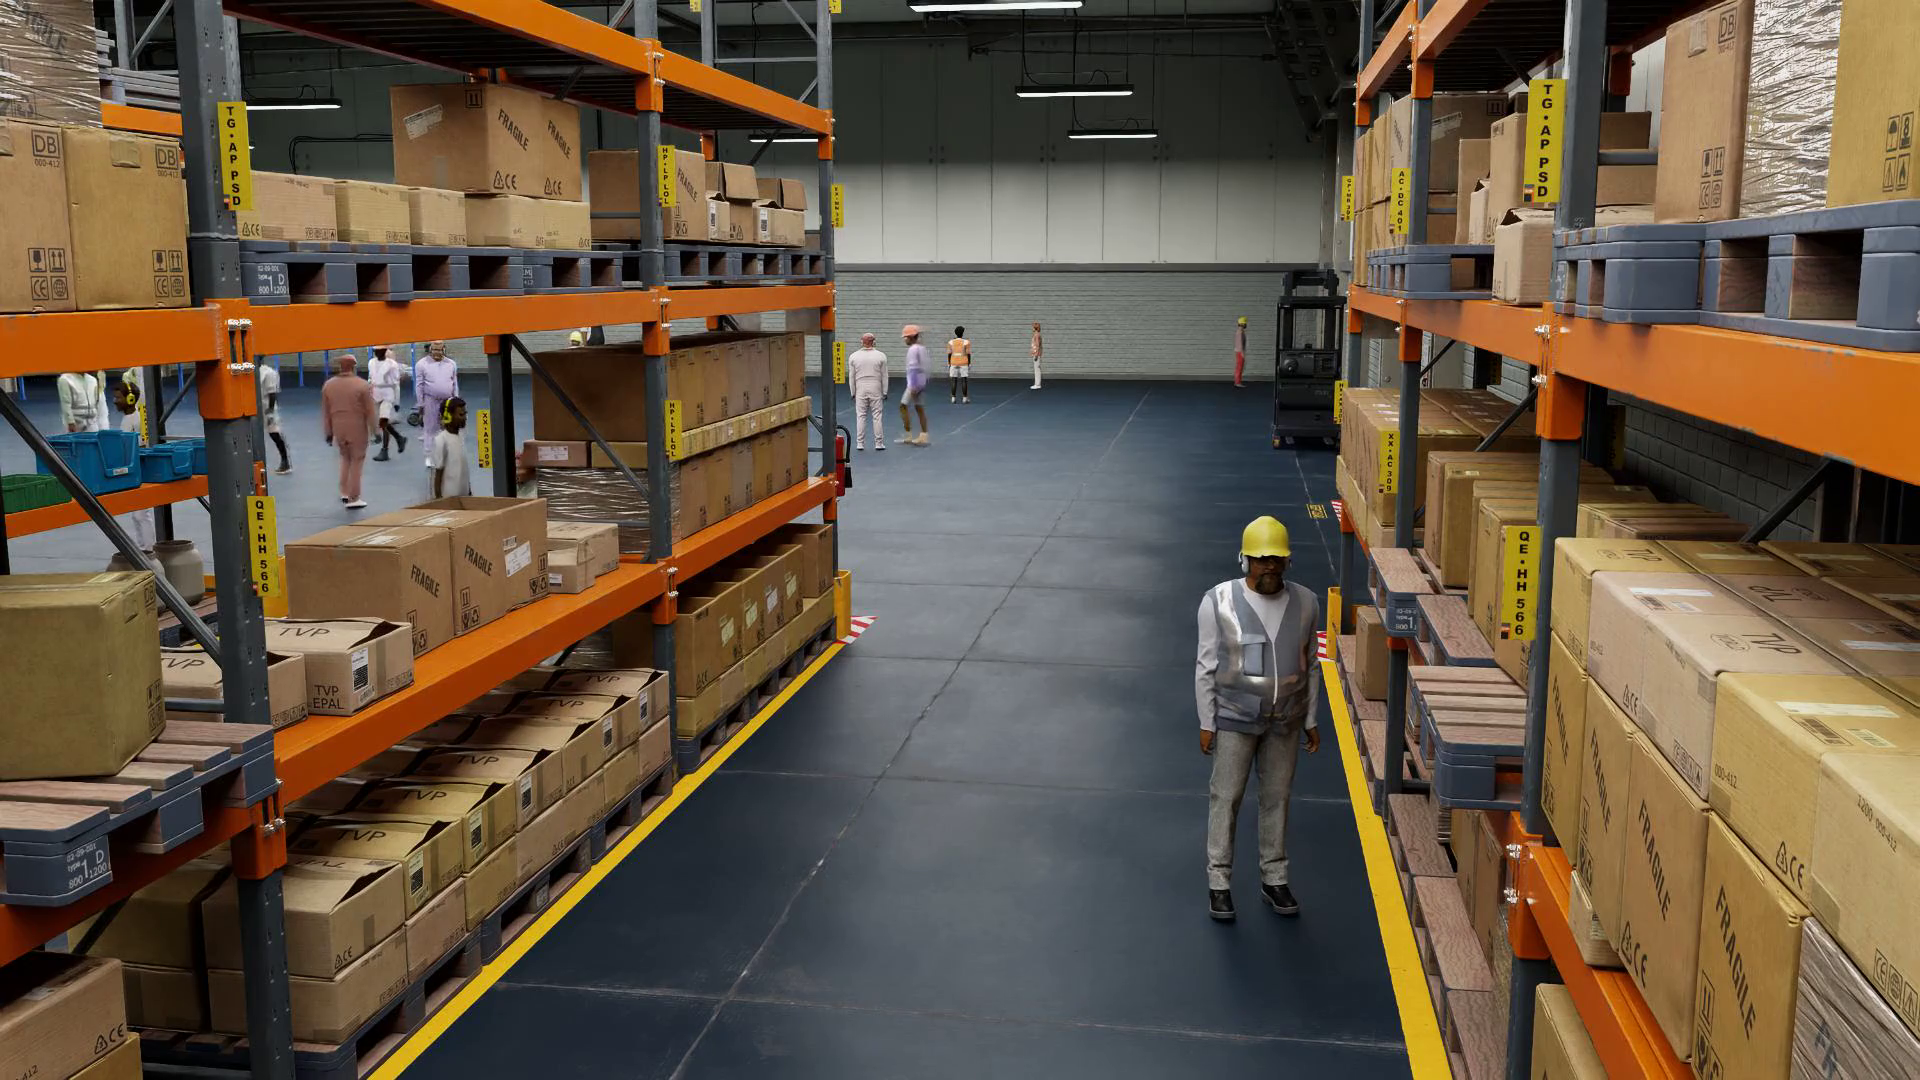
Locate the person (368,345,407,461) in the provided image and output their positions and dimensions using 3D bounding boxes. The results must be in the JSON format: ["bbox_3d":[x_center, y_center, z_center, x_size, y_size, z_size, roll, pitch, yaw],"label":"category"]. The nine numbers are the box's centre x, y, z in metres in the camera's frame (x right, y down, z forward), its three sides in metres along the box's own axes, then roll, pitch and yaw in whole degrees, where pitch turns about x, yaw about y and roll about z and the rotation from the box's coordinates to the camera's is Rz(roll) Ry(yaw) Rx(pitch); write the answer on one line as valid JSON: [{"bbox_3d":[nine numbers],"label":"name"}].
[{"bbox_3d":[-8.908,-2.220,25.891,0.545,1.920,0.780,4,10,24],"label":"person"}]

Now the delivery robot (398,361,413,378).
[{"bbox_3d":[-14.654,-4.446,43.651,0.707,0.478,0.477,7,11,35],"label":"delivery robot"}]

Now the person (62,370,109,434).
[{"bbox_3d":[-14.594,-2.480,27.815,0.631,1.817,0.800,8,12,41],"label":"person"}]

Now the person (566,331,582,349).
[{"bbox_3d":[-7.028,-2.928,30.569,0.596,1.812,0.434,-1,9,-5],"label":"person"}]

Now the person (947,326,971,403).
[{"bbox_3d":[-0.011,-3.885,36.832,0.541,1.696,0.315,2,9,10],"label":"person"}]

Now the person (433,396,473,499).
[{"bbox_3d":[-4.497,-0.354,14.642,0.909,1.841,0.526,1,9,6],"label":"person"}]

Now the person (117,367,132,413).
[{"bbox_3d":[-13.073,-2.146,26.436,0.857,1.596,0.527,2,9,13],"label":"person"}]

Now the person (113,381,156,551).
[{"bbox_3d":[-7.991,-0.604,16.068,0.328,1.872,0.511,-8,12,-39],"label":"person"}]

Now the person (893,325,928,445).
[{"bbox_3d":[-0.846,-2.588,27.840,0.740,2.013,0.655,2,10,15],"label":"person"}]

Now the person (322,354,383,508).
[{"bbox_3d":[-7.501,-1.350,20.612,0.659,1.887,0.609,2,9,14],"label":"person"}]

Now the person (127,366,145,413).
[{"bbox_3d":[-12.490,-2.073,25.363,0.429,1.811,0.742,-2,9,-14],"label":"person"}]

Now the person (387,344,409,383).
[{"bbox_3d":[-14.659,-4.939,42.668,0.854,1.916,0.632,2,9,13],"label":"person"}]

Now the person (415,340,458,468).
[{"bbox_3d":[-7.794,-2.046,24.872,0.639,1.902,0.406,-7,11,-35],"label":"person"}]

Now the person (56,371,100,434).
[{"bbox_3d":[-11.690,-1.583,22.030,0.992,1.905,0.610,4,10,25],"label":"person"}]

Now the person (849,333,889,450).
[{"bbox_3d":[-1.482,-2.418,27.144,0.642,1.909,0.408,0,9,2],"label":"person"}]

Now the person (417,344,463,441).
[{"bbox_3d":[-9.029,-2.572,28.810,0.529,1.672,0.751,9,13,43],"label":"person"}]

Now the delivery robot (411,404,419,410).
[{"bbox_3d":[-10.024,-2.597,31.438,0.335,0.223,0.698,8,12,41],"label":"delivery robot"}]

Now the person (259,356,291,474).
[{"bbox_3d":[-9.977,-1.854,23.679,0.610,1.904,1.033,3,10,19],"label":"person"}]

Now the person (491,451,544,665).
[{"bbox_3d":[-3.183,0.168,12.083,0.513,1.617,0.637,2,9,12],"label":"person"}]

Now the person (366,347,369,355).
[{"bbox_3d":[-15.505,-5.012,43.983,0.285,1.631,0.501,4,10,23],"label":"person"}]

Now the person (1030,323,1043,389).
[{"bbox_3d":[1.889,-4.557,41.159,0.307,1.639,0.525,0,9,1],"label":"person"}]

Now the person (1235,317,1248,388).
[{"bbox_3d":[7.059,-4.701,41.767,0.296,1.745,0.629,2,9,13],"label":"person"}]

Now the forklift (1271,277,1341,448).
[{"bbox_3d":[5.847,-3.016,27.970,1.129,2.768,1.873,1,9,9],"label":"forklift"}]

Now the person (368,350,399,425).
[{"bbox_3d":[-10.982,-3.029,31.443,0.528,1.730,0.843,7,12,38],"label":"person"}]

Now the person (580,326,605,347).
[{"bbox_3d":[-9.440,-5.034,42.993,0.537,2.000,0.688,5,11,30],"label":"person"}]

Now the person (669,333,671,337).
[{"bbox_3d":[-6.512,-3.858,35.797,0.631,1.976,0.573,0,9,-1],"label":"person"}]

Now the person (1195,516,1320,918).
[{"bbox_3d":[1.358,0.798,7.532,0.589,1.834,0.403,-2,9,-10],"label":"person"}]
